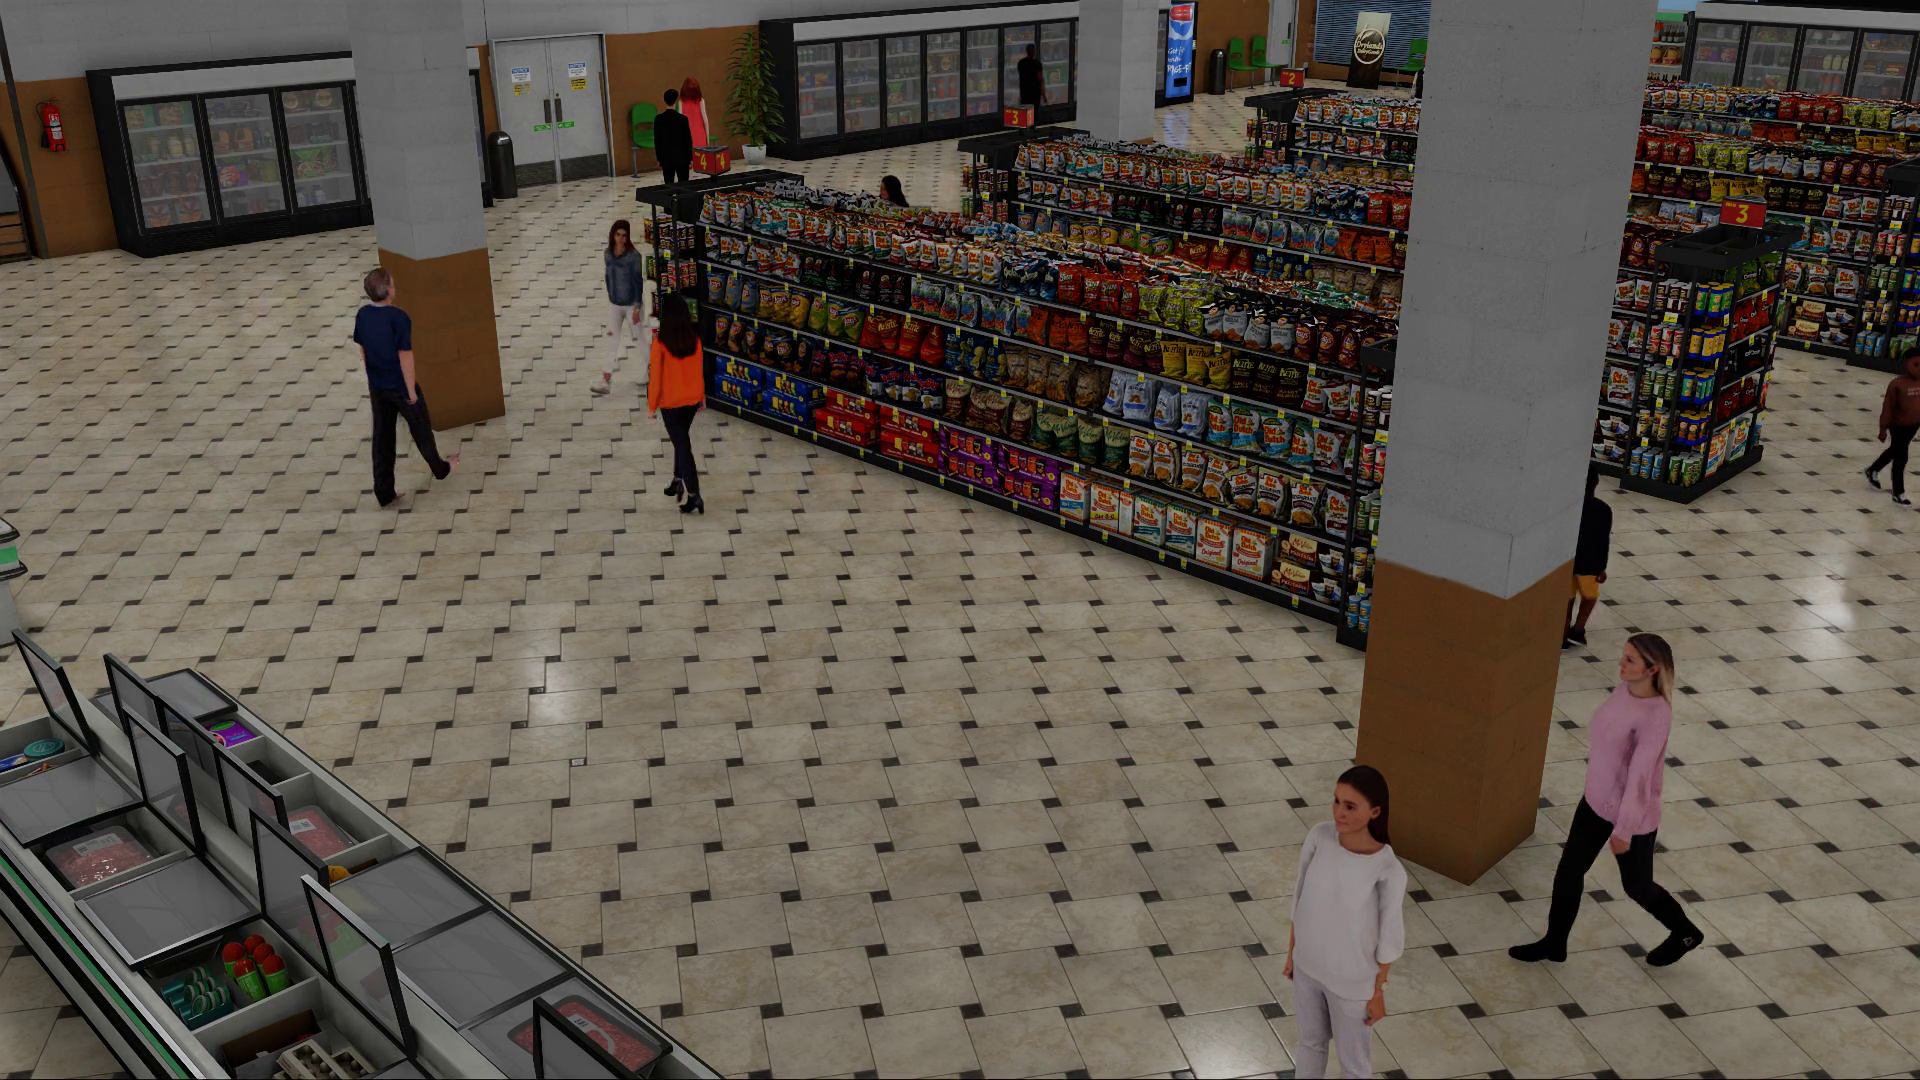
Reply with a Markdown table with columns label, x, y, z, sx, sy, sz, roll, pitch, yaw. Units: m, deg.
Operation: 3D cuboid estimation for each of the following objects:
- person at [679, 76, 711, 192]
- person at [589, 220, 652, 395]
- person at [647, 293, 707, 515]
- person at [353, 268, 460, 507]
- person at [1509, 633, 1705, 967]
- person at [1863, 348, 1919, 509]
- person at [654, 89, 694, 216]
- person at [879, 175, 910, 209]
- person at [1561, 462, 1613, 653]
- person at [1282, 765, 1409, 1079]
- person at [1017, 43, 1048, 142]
| label | x | y | z | sx | sy | sz | roll | pitch | yaw |
| --- | --- | --- | --- | --- | --- | --- | --- | --- | --- |
| person | -4.035 | -6.105 | 25.261 | 0.640 | 1.828 | 0.721 | 2 | 22 | 5 |
| person | -3.103 | -2.209 | 15.813 | 1.111 | 1.643 | 0.905 | 13 | 25 | 28 |
| person | -2.080 | -1.013 | 12.717 | 0.821 | 1.732 | 0.687 | 16 | 27 | 34 |
| person | -4.459 | -1.147 | 12.909 | 1.144 | 1.837 | 1.075 | 6 | 23 | 14 |
| person | 3.000 | 1.201 | 7.312 | 1.103 | 1.653 | 1.077 | -2 | 22 | -4 |
| person | 7.435 | -0.926 | 13.164 | 0.840 | 1.236 | 0.961 | -3 | 22 | -8 |
| person | -3.989 | -5.336 | 23.257 | 0.774 | 1.894 | 0.845 | 1 | 22 | 3 |
| person | -0.683 | -3.216 | 18.377 | 0.844 | 1.600 | 0.730 | 19 | 28 | 38 |
| person | 3.885 | 0.133 | 10.511 | 0.473 | 1.250 | 0.617 | 19 | 29 | 39 |
| person | 1.433 | 1.598 | 6.277 | 0.459 | 1.688 | 0.646 | 20 | 30 | 41 |
| person | 1.263 | -8.041 | 30.093 | 0.568 | 1.816 | 0.742 | 18 | 28 | 37 |
